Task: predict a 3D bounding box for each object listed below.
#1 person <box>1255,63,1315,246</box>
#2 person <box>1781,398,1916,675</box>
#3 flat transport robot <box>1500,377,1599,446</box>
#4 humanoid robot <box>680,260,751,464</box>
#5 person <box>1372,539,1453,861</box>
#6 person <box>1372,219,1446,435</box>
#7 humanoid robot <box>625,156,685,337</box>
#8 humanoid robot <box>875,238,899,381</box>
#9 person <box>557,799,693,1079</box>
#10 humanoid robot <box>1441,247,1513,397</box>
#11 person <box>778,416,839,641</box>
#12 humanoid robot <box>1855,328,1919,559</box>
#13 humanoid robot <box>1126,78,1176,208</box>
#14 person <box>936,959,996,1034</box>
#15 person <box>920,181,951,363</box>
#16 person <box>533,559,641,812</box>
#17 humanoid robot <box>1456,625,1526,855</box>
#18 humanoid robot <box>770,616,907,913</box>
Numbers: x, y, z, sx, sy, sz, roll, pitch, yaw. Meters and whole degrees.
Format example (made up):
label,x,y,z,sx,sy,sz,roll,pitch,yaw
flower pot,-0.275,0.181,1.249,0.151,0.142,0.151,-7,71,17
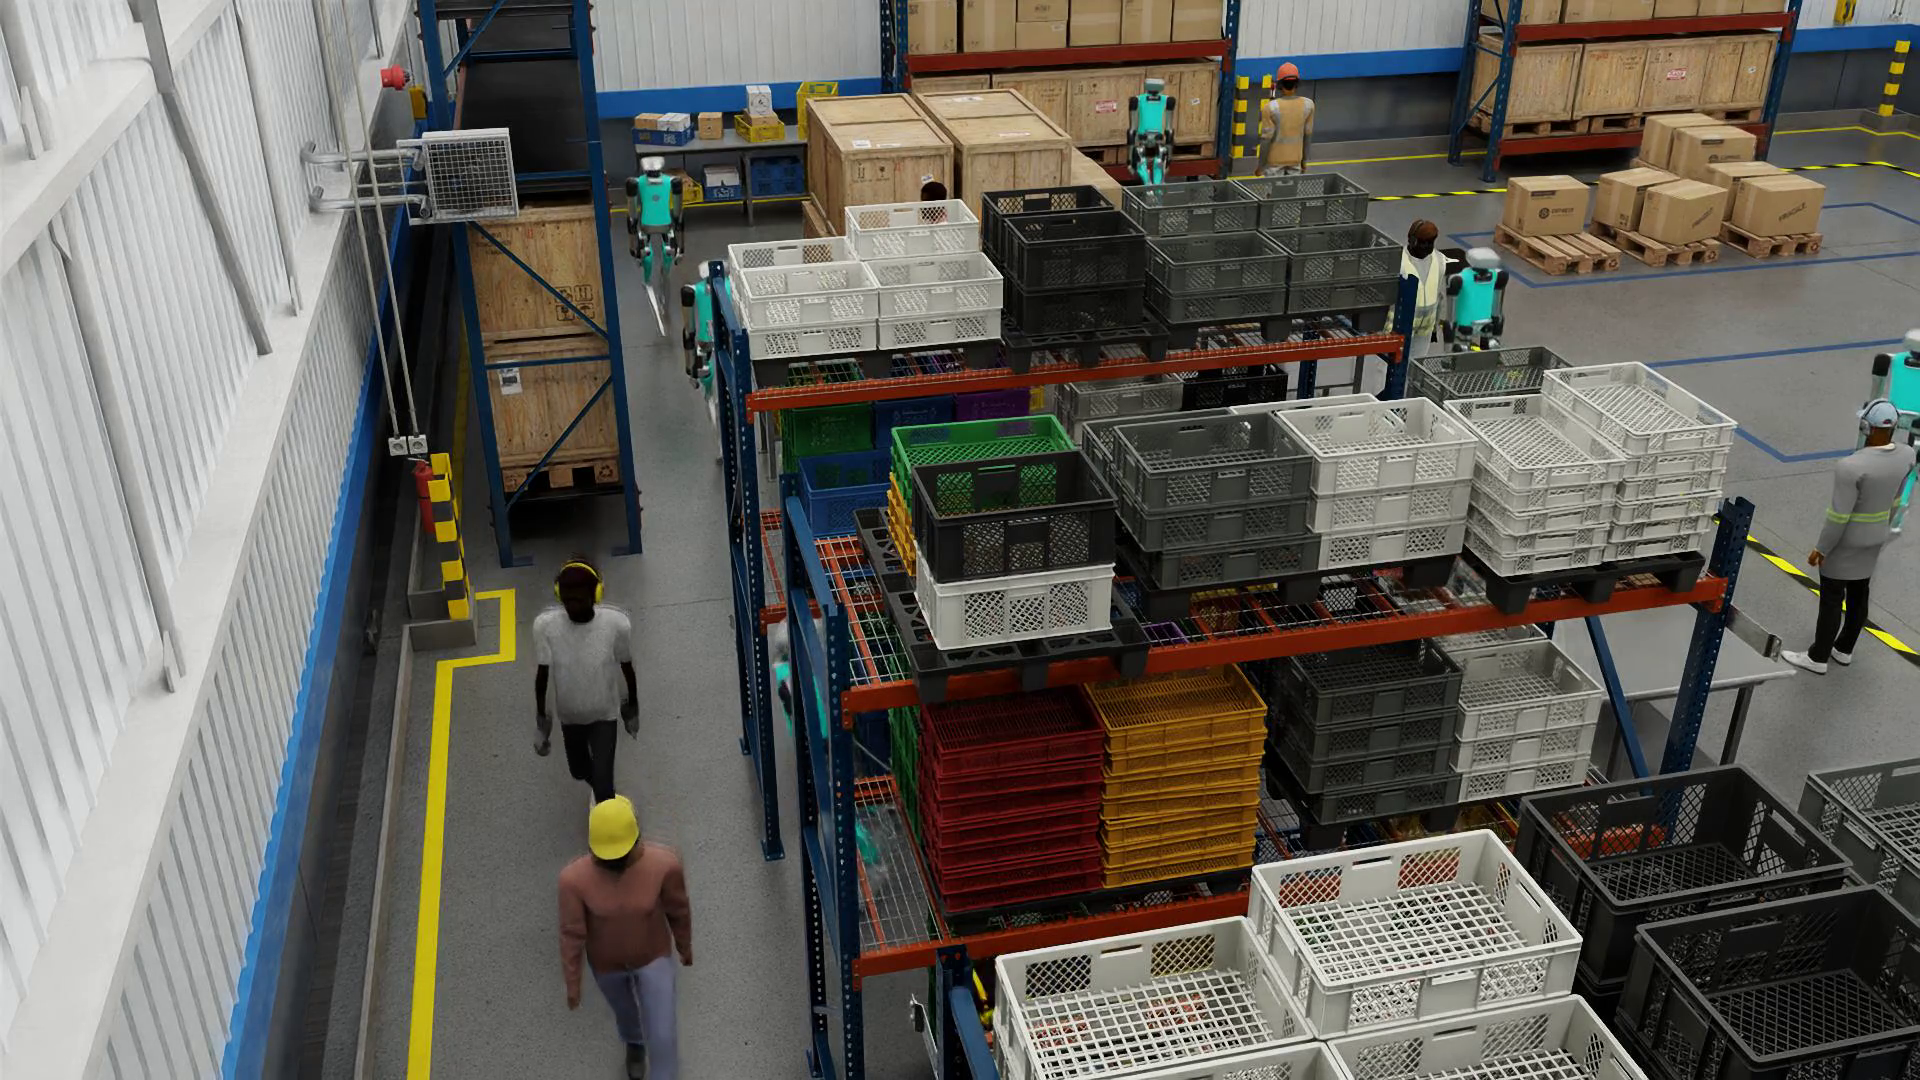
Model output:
label,x,y,z,sx,sy,sz,roll,pitch,yaw
person,3.474,-4.106,17.948,0.604,2.033,0.388,-8,29,-14
person,5.558,-0.023,10.395,0.587,1.849,0.396,-11,30,-20
flat transport robot,4.780,-1.036,14.013,0.659,0.231,1.431,-6,28,-12
humanoid robot,-1.887,-1.387,13.173,0.549,1.849,0.755,-2,28,-3
person,2.278,0.887,8.491,0.516,2.016,0.672,0,28,-1
person,3.683,-1.740,13.672,0.622,1.837,0.429,-9,29,-16
humanoid robot,-2.928,-2.865,15.947,0.551,1.803,0.904,-8,29,-14
humanoid robot,-0.602,-1.769,13.943,0.758,1.624,0.602,-10,29,-19
person,-1.411,1.802,7.079,0.542,1.710,0.901,-4,28,-7
humanoid robot,4.108,-1.404,13.028,0.534,1.699,0.724,-9,29,-17
person,-0.900,-0.063,10.490,0.499,1.837,0.346,-18,33,-30
humanoid robot,6.409,-0.478,11.429,0.552,1.769,1.008,14,31,25
humanoid robot,2.148,-4.150,18.405,0.546,1.770,1.038,-4,28,-7
person,0.097,2.248,6.085,0.510,1.857,0.522,-10,29,-18
person,-0.184,-2.145,14.348,0.378,1.917,0.598,-3,28,-6
person,-1.940,0.880,8.700,0.531,1.839,0.882,-1,28,-2
humanoid robot,2.679,1.062,8.515,0.336,1.656,0.584,9,29,16
humanoid robot,-0.518,1.197,8.231,0.769,1.797,0.538,0,28,0
